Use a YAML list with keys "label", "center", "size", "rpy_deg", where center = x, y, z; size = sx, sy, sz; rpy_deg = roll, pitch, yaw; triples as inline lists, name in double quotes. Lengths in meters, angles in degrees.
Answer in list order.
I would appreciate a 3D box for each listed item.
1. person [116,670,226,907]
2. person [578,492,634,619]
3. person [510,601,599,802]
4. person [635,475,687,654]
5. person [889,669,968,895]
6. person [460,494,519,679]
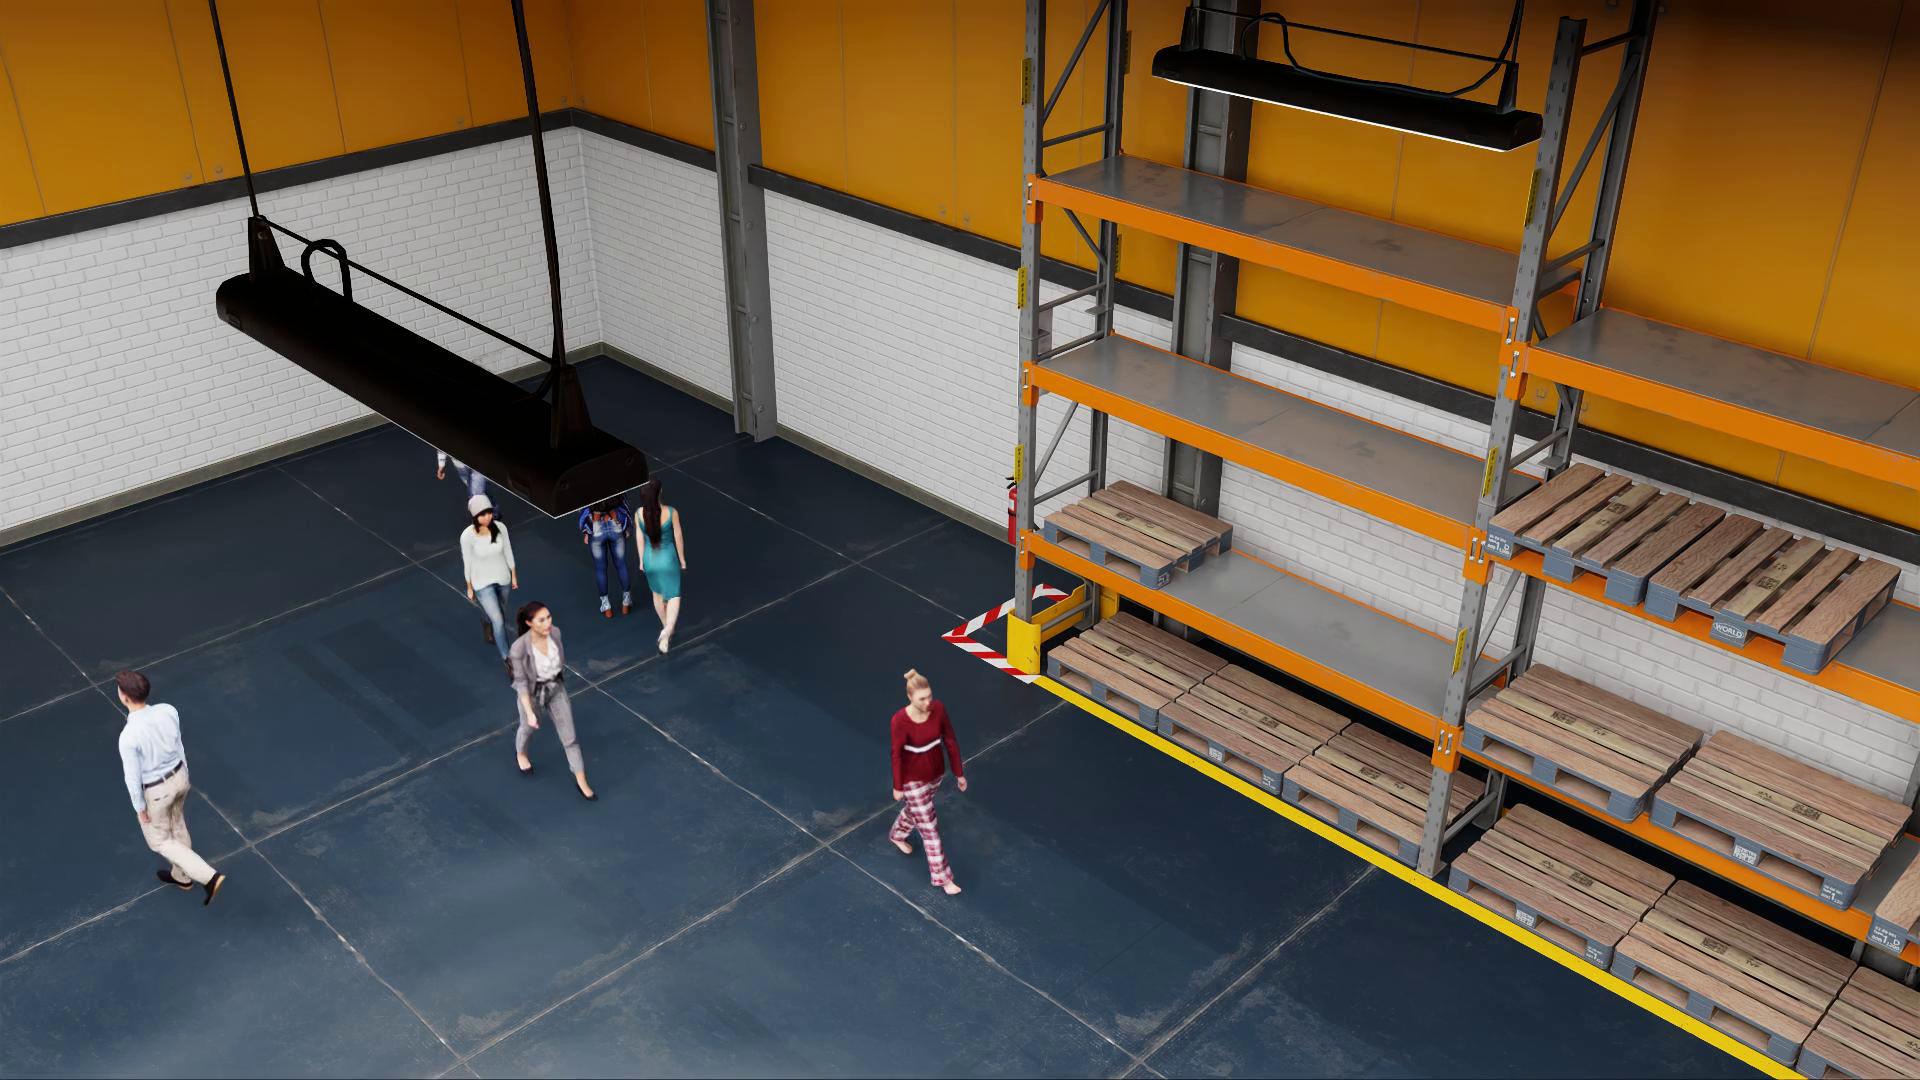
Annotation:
- label: "person"
  center: [-5.390, 1.717, 11.336]
  size: [1.107, 1.830, 0.886]
  rpy_deg: [12, 31, 20]
- label: "person"
  center: [-3.156, -0.066, 14.827]
  size: [0.701, 1.618, 0.704]
  rpy_deg: [-9, 30, -15]
- label: "person"
  center: [-3.203, 1.186, 12.520]
  size: [1.087, 1.629, 0.611]
  rpy_deg: [25, 37, 38]
- label: "person"
  center: [-2.566, 0.237, 14.217]
  size: [0.892, 1.669, 0.955]
  rpy_deg: [-1, 29, -1]
- label: "person"
  center: [-0.307, 1.628, 11.685]
  size: [0.692, 1.652, 1.060]
  rpy_deg: [-22, 35, -34]
- label: "person"
  center: [-3.999, 0.328, 14.109]
  size: [0.664, 1.613, 1.043]
  rpy_deg: [-21, 35, -33]
